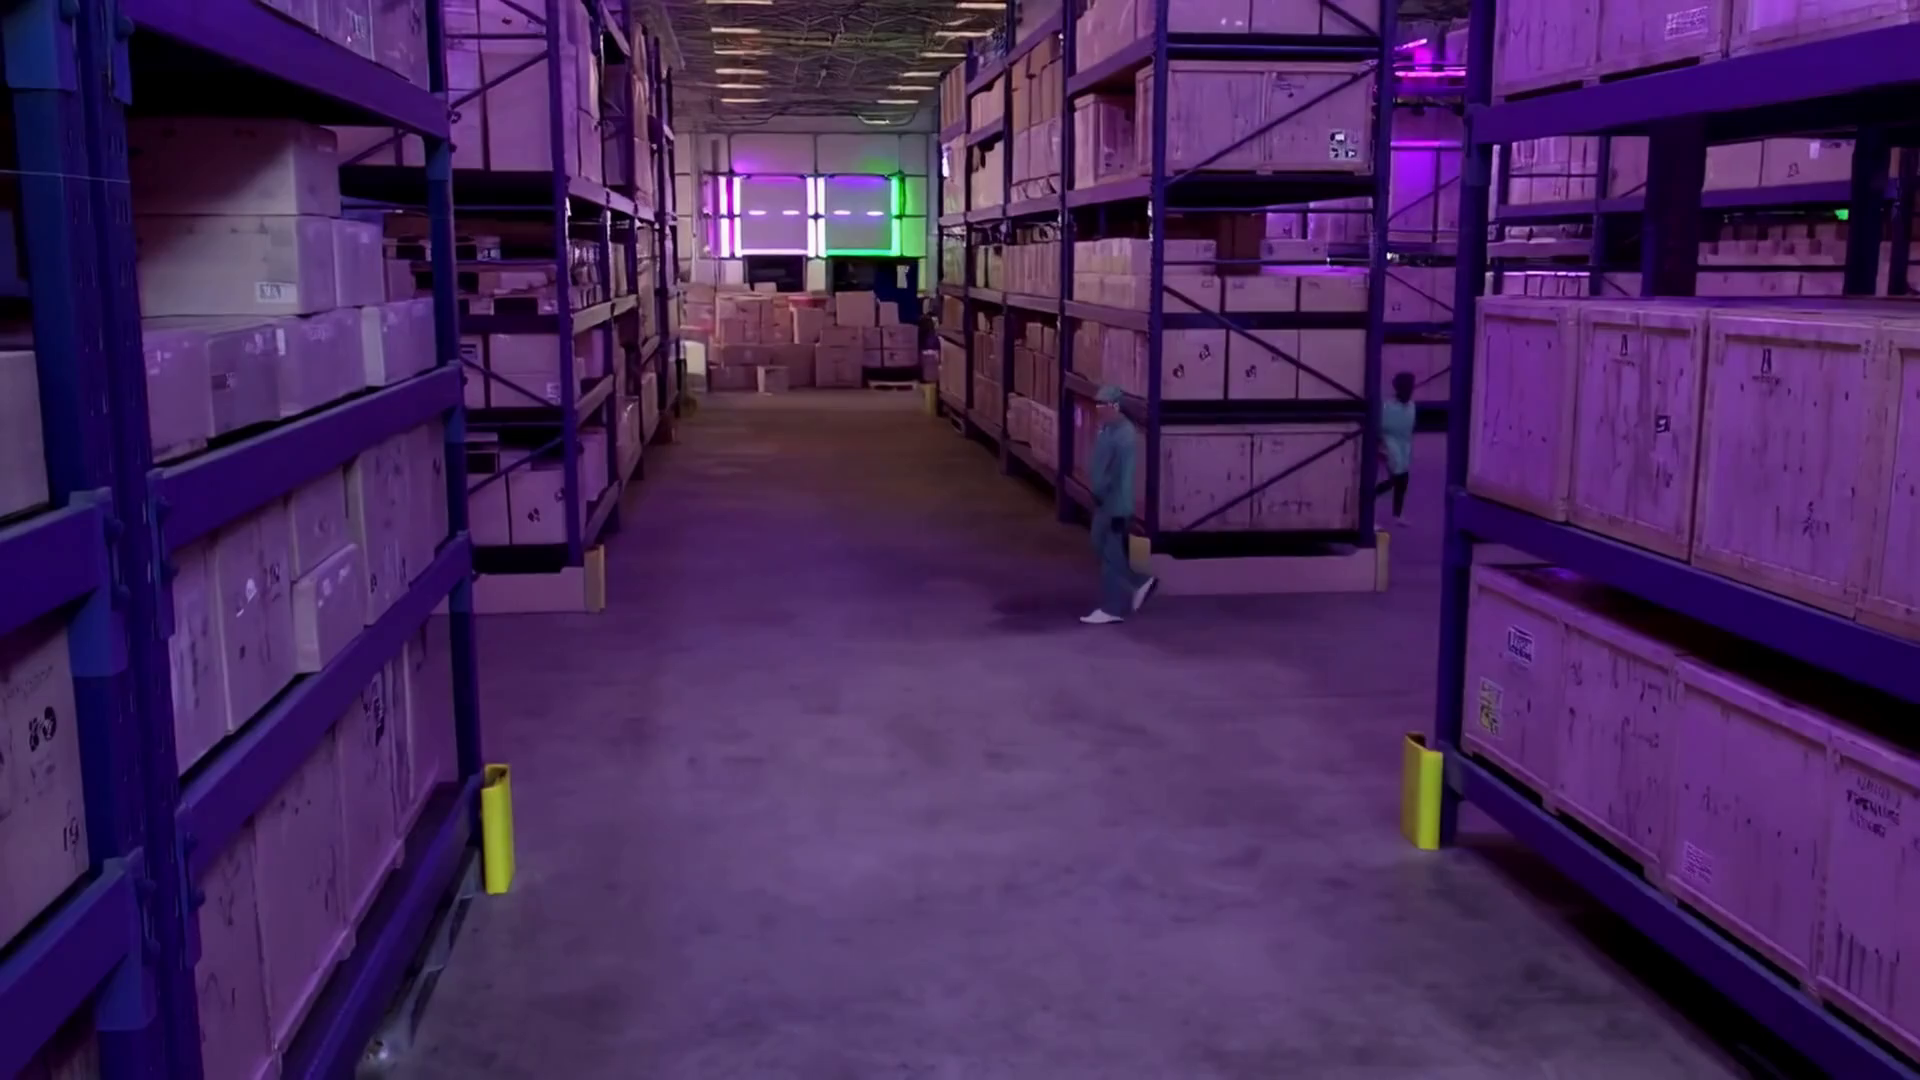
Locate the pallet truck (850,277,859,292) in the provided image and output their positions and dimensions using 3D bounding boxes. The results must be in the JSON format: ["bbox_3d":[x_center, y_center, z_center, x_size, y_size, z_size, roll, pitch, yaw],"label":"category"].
[{"bbox_3d":[-3.782,-9.391,65.808,1.885,1.965,0.823,2,10,10],"label":"pallet truck"}]

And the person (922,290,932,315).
[{"bbox_3d":[-1.100,-7.522,55.792,0.322,1.698,0.533,-4,10,-20],"label":"person"}]

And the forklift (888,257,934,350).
[{"bbox_3d":[-1.675,-7.028,49.481,1.129,2.768,1.873,7,12,34],"label":"forklift"}]

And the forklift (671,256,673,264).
[{"bbox_3d":[-11.202,-9.362,63.071,1.129,2.768,1.873,-1,10,-7],"label":"forklift"}]

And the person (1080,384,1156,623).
[{"bbox_3d":[1.247,-0.280,13.087,0.539,1.893,0.648,-1,10,-6],"label":"person"}]

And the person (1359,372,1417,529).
[{"bbox_3d":[4.581,-0.961,17.652,0.540,1.678,0.494,-8,13,-40],"label":"person"}]
